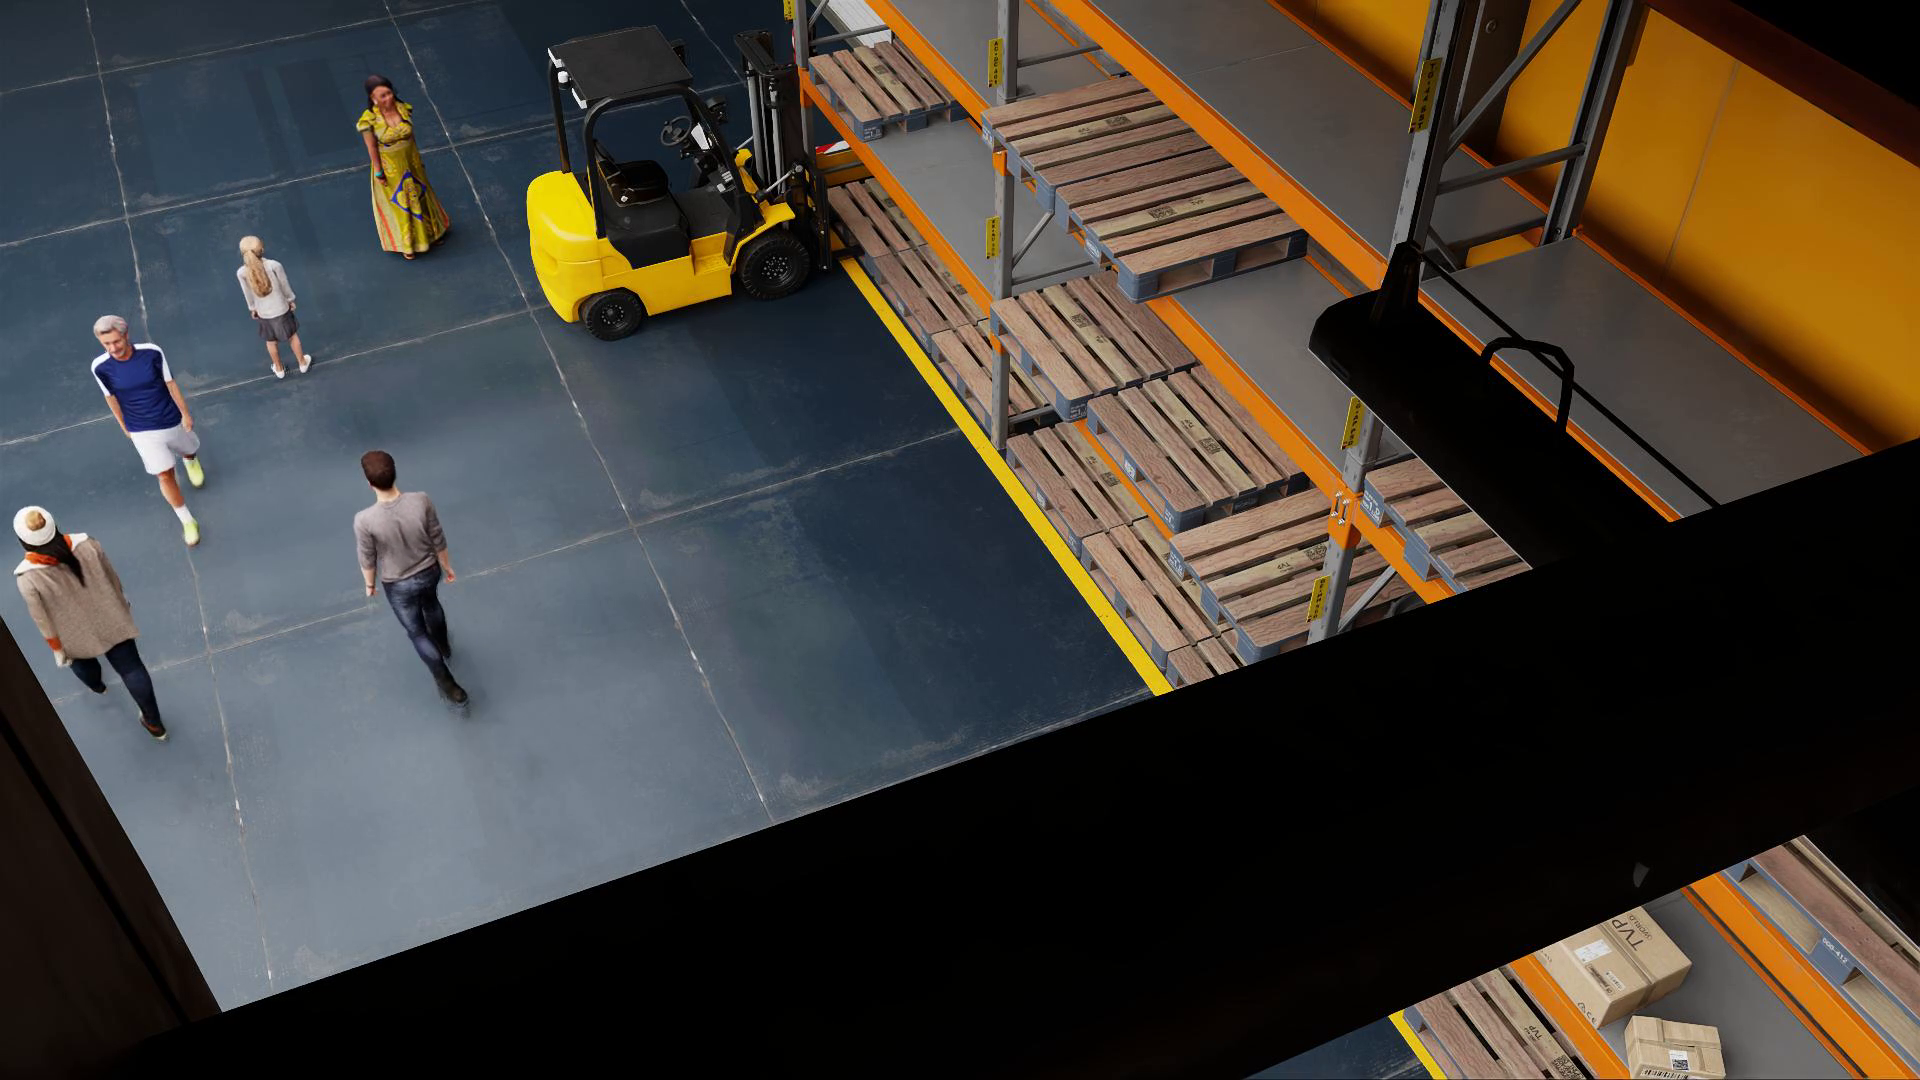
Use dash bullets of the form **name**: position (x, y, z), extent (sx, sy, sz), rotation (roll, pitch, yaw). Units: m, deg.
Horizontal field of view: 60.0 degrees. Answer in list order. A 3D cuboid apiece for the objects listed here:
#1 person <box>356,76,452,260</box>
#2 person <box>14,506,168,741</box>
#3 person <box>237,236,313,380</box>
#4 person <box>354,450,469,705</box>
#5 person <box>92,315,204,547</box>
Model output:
- **person**: position (-4.867, -3.246, 14.391), extent (0.979, 1.659, 0.987), rotation (28, 50, 26)
- **person**: position (-5.351, 0.549, 10.270), extent (0.952, 1.848, 1.230), rotation (-33, 53, -30)
- **person**: position (-5.468, -1.863, 13.218), extent (0.521, 1.275, 0.524), rotation (-12, 45, -12)
- **person**: position (-3.446, 0.285, 10.522), extent (0.867, 1.884, 1.170), rotation (-29, 51, -27)
- **person**: position (-5.709, -0.890, 11.808), extent (0.691, 1.811, 1.136), rotation (-21, 48, -21)
